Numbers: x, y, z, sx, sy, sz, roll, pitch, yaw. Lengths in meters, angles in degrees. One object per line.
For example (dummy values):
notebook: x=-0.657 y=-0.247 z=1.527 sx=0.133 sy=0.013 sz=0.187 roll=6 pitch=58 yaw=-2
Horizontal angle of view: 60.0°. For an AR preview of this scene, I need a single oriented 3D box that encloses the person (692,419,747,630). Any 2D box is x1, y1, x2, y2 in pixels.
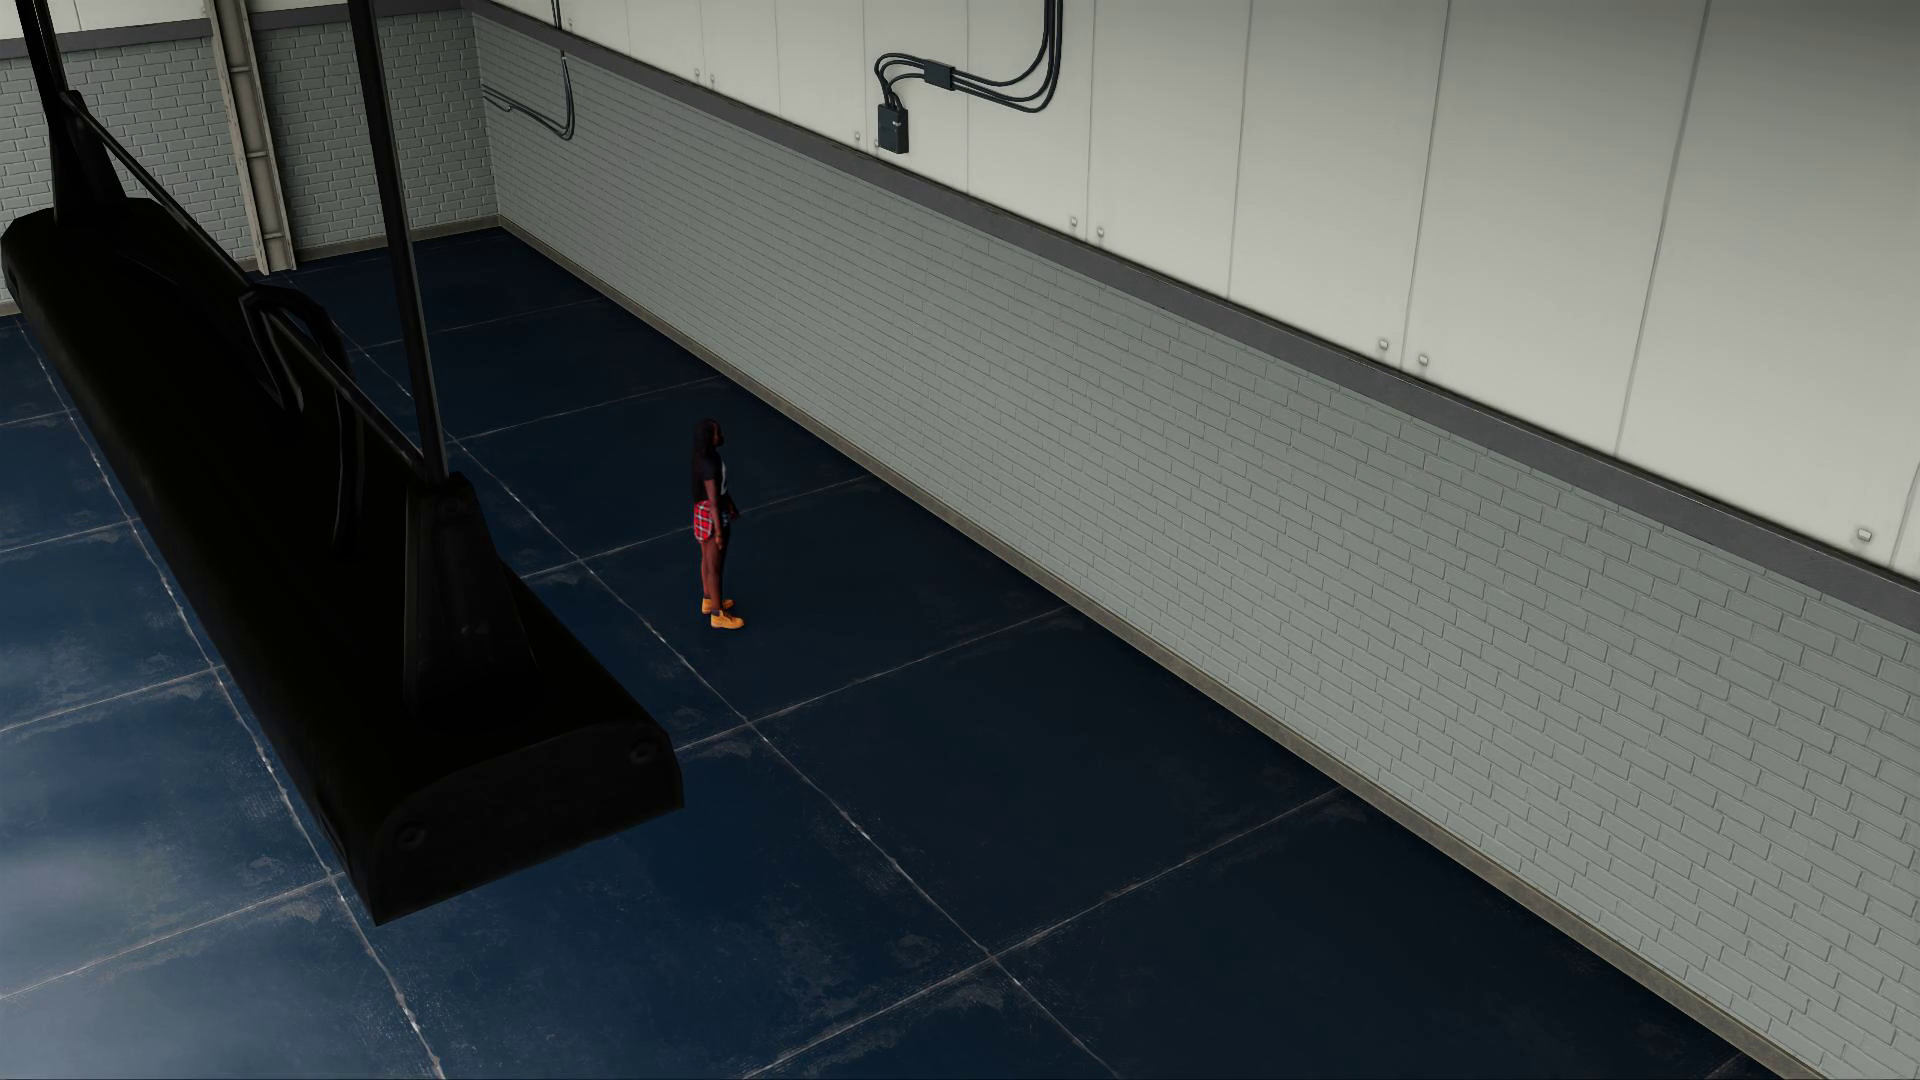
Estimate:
person: x=-1.932 y=-0.146 z=12.974 sx=0.694 sy=1.727 sz=0.692 roll=-8 pitch=29 yaw=-15
